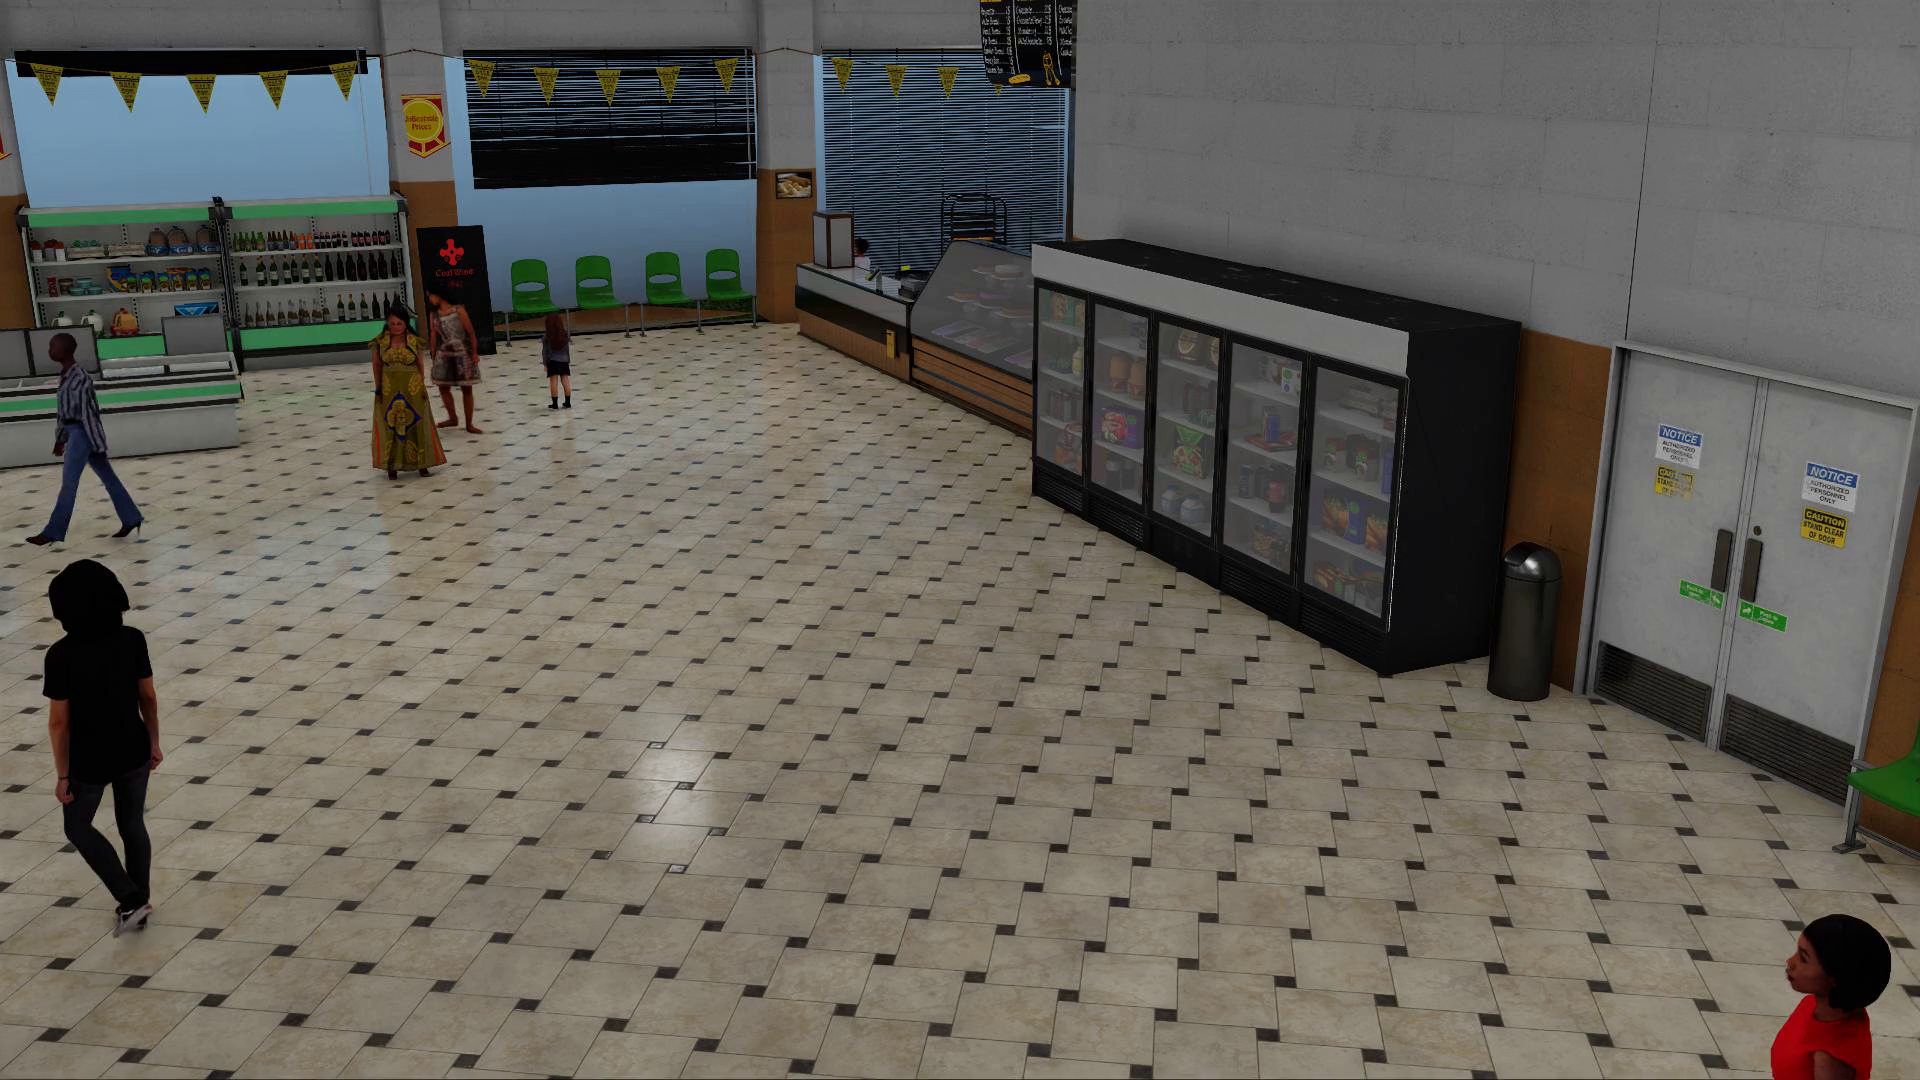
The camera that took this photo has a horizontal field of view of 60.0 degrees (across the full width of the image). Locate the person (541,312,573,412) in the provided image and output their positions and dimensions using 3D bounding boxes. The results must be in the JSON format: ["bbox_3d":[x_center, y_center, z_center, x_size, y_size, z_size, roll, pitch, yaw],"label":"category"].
[{"bbox_3d":[-4.547,-2.022,18.774,0.423,1.105,0.553,-11,20,-33],"label":"person"}]

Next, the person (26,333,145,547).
[{"bbox_3d":[-7.081,-0.803,13.655,1.203,1.748,0.836,-13,21,-37],"label":"person"}]

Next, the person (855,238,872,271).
[{"bbox_3d":[-1.431,-3.773,24.271,0.621,1.262,0.535,15,22,40],"label":"person"}]

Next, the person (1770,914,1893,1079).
[{"bbox_3d":[2.517,1.900,4.781,0.807,1.732,0.743,7,18,23],"label":"person"}]

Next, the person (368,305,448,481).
[{"bbox_3d":[-5.319,-1.419,15.836,0.678,1.659,0.890,-7,18,-23],"label":"person"}]

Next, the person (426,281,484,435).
[{"bbox_3d":[-5.283,-1.930,17.589,0.712,1.619,0.871,-4,17,-12],"label":"person"}]

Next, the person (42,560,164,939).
[{"bbox_3d":[-3.873,0.993,7.609,0.869,1.823,0.808,13,21,36],"label":"person"}]
